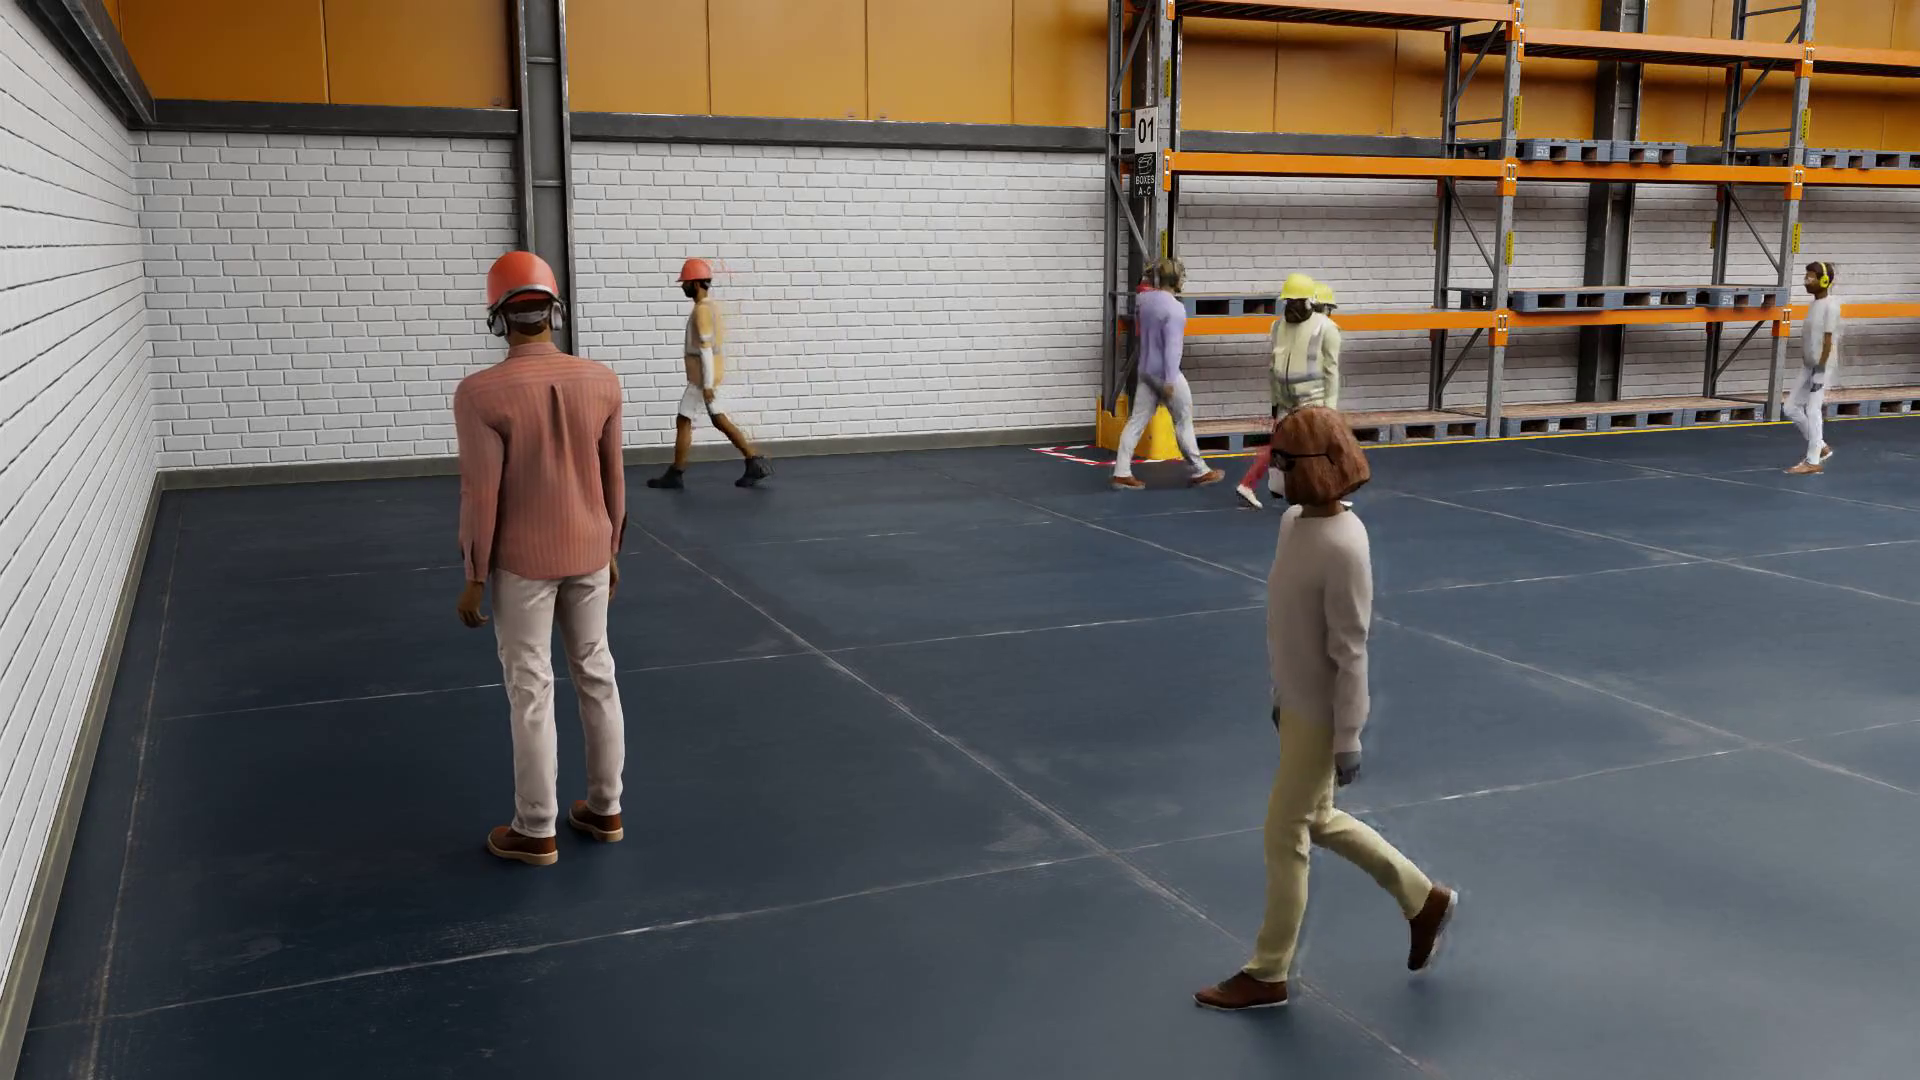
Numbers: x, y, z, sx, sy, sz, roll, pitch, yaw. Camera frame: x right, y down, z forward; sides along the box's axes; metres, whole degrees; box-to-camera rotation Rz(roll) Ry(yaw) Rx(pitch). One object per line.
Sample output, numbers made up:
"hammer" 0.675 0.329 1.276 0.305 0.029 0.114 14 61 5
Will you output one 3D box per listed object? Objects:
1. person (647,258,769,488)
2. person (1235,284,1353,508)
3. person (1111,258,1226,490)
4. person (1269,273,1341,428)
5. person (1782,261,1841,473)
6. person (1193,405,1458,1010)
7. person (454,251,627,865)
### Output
"person" -2.053 -1.353 13.625 0.984 1.897 0.560 0 10 1
"person" 2.526 -1.076 12.572 0.862 1.714 0.529 1 10 8
"person" 1.677 -1.337 13.553 1.017 1.890 0.645 -5 11 -24
"person" 2.515 -1.034 12.091 0.618 1.808 0.605 -9 14 -42
"person" 7.410 -1.484 14.461 0.377 1.856 0.511 0 10 3
"person" 0.998 0.445 4.366 0.687 1.613 0.512 -1 10 -4
"person" -1.368 0.064 5.447 0.392 1.988 0.609 10 14 44
